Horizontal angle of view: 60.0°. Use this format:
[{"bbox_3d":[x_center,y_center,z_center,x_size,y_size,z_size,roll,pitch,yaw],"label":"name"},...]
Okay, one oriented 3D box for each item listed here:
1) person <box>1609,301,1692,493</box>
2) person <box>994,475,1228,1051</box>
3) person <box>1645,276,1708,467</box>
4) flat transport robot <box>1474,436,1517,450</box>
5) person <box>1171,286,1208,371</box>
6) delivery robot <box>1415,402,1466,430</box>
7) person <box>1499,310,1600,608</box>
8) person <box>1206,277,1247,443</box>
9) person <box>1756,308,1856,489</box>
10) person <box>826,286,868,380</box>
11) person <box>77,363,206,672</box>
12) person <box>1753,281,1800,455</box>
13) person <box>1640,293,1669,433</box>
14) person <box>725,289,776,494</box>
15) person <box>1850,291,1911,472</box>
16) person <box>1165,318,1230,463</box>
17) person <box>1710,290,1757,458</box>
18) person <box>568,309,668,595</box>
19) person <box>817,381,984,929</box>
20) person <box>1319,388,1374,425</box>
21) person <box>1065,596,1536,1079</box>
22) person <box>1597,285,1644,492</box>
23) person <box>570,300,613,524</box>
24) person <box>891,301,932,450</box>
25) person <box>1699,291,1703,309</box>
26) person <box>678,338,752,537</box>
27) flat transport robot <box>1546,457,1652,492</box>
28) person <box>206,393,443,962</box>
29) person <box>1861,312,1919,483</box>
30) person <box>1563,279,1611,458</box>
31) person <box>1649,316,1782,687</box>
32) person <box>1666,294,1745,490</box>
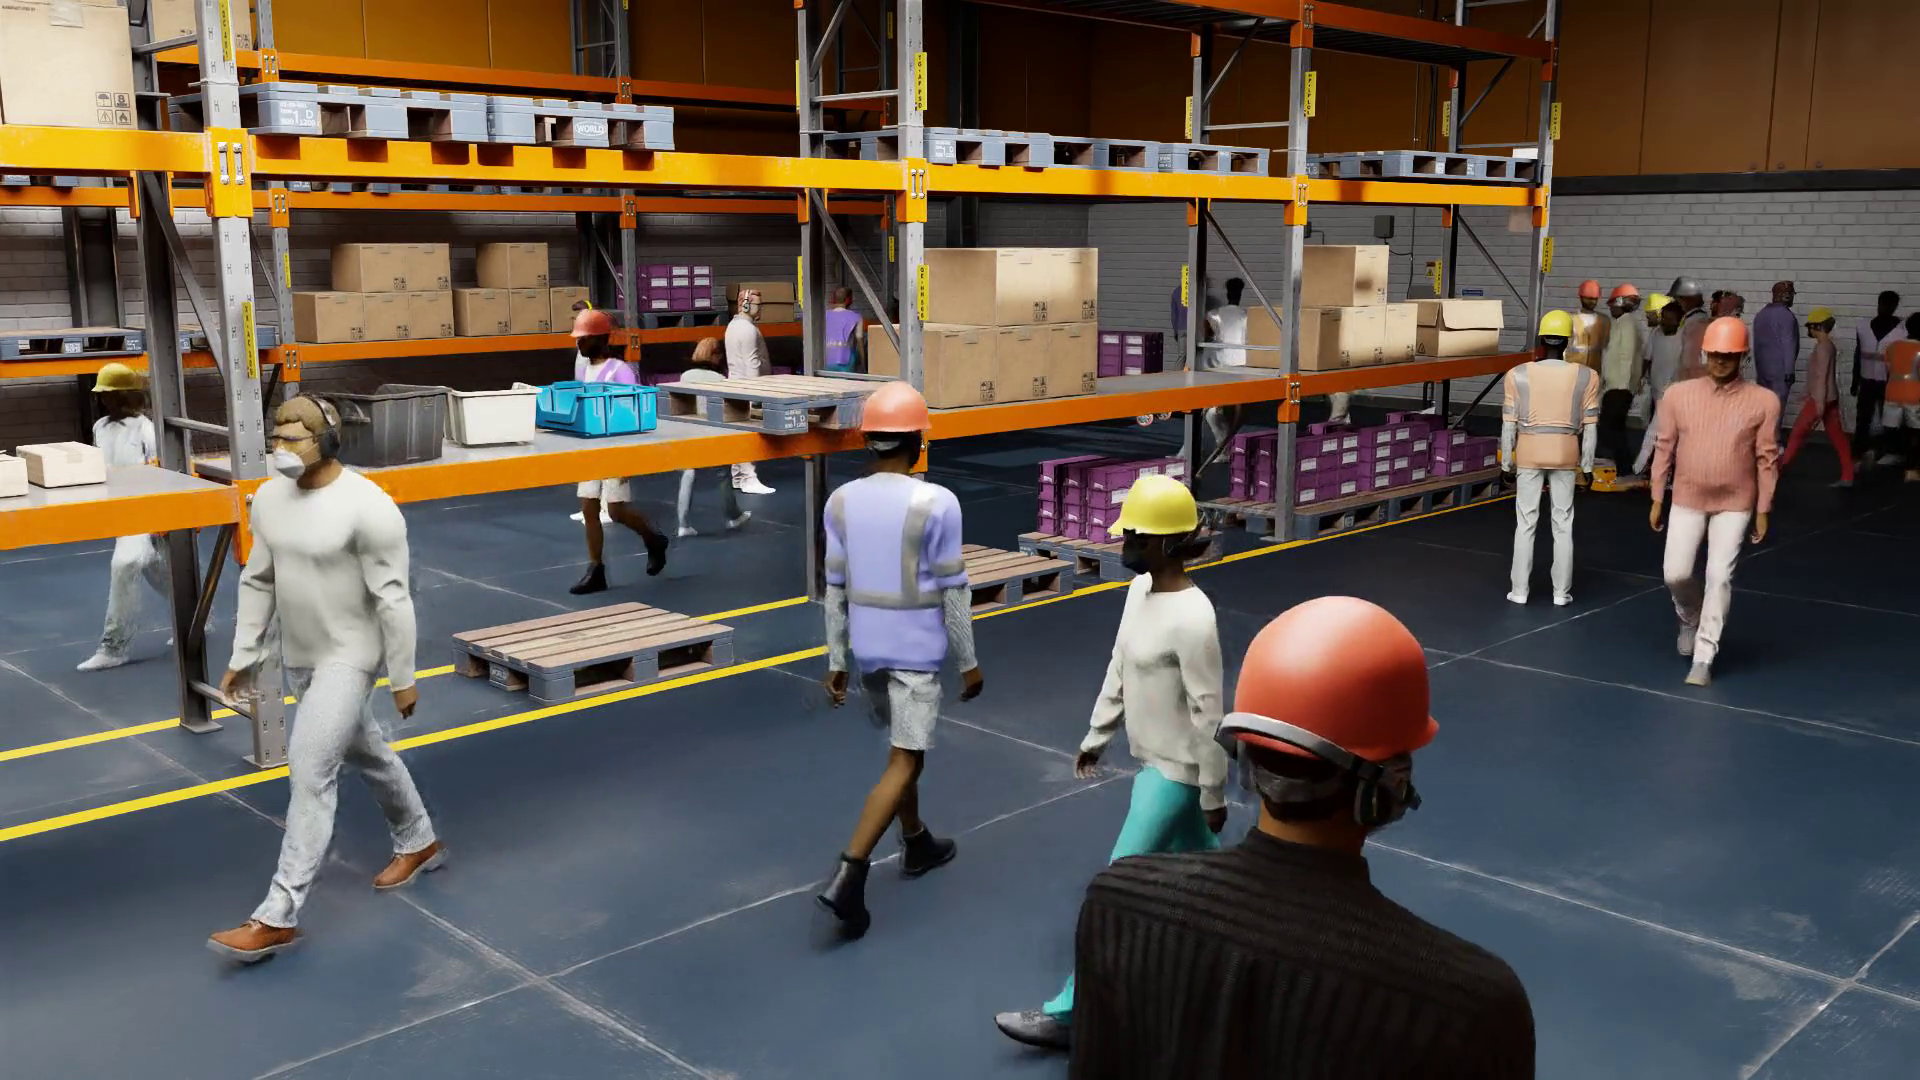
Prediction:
[{"bbox_3d":[6.551,-1.325,15.530,1.016,1.799,0.548,-3,11,-16],"label":"person"},{"bbox_3d":[0.556,0.660,4.932,0.916,1.720,0.530,-2,11,-9],"label":"person"},{"bbox_3d":[7.309,-1.661,16.703,0.891,2.000,0.685,1,10,4],"label":"person"},{"bbox_3d":[5.722,-0.933,17.563,0.652,0.197,1.431,-3,11,-14],"label":"flat transport robot"},{"bbox_3d":[3.450,-3.122,24.944,0.357,1.938,0.637,-10,14,-42],"label":"person"},{"bbox_3d":[5.308,-1.299,18.528,0.477,0.478,0.707,-3,11,-18],"label":"delivery robot"},{"bbox_3d":[3.805,-0.519,10.784,0.594,1.925,0.369,3,11,15],"label":"person"},{"bbox_3d":[3.101,-2.050,19.120,0.627,1.936,0.873,2,11,9],"label":"person"},{"bbox_3d":[8.144,-1.347,15.885,0.941,1.709,0.533,8,13,37],"label":"person"},{"bbox_3d":[-1.332,-2.028,19.305,0.555,1.812,0.735,5,11,25],"label":"person"},{"bbox_3d":[-4.703,-0.165,9.488,0.488,1.699,0.908,6,12,30],"label":"person"},{"bbox_3d":[8.988,-1.885,18.285,0.406,1.911,0.639,-1,10,-6],"label":"person"},{"bbox_3d":[7.266,-1.657,17.331,0.572,1.800,0.610,3,11,14],"label":"person"},{"bbox_3d":[-1.971,-1.390,15.599,0.399,1.905,0.642,-4,11,-23],"label":"person"},{"bbox_3d":[9.505,-1.642,17.127,0.932,1.863,0.637,-9,14,-40],"label":"person"},{"bbox_3d":[2.522,-1.539,17.332,0.959,1.567,0.526,-4,11,-23],"label":"person"},{"bbox_3d":[7.998,-1.681,17.396,0.839,1.834,0.518,5,11,24],"label":"person"},{"bbox_3d":[-2.349,-0.607,11.272,0.547,1.922,0.687,8,13,36],"label":"person"},{"bbox_3d":[-0.258,0.391,5.912,0.546,1.904,0.930,7,13,34],"label":"person"},{"bbox_3d":[4.018,-1.547,17.326,0.908,1.596,0.518,-6,12,-30],"label":"person"},{"bbox_3d":[0.488,1.034,2.244,0.655,1.947,0.959,8,13,38],"label":"person"},{"bbox_3d":[6.182,-1.407,15.599,0.398,1.945,0.718,4,11,20],"label":"person"},{"bbox_3d":[-3.097,-1.074,13.972,0.317,1.873,0.525,-7,12,-32],"label":"person"},{"bbox_3d":[-0.659,-1.839,18.642,0.570,1.668,0.556,-6,12,-31],"label":"person"},{"bbox_3d":[7.762,-1.777,17.868,0.327,1.843,0.516,10,14,44],"label":"person"},{"bbox_3d":[-2.032,-0.835,13.423,0.514,1.583,0.844,5,12,26],"label":"person"},{"bbox_3d":[6.004,-0.674,16.148,0.652,0.197,1.431,-5,11,-24],"label":"flat transport robot"},{"bbox_3d":[-2.193,0.428,5.768,0.635,1.885,1.068,6,12,31],"label":"person"},{"bbox_3d":[9.137,-1.373,16.128,0.639,1.673,0.542,-5,11,-25],"label":"person"},{"bbox_3d":[6.718,-1.832,17.918,0.549,1.935,0.370,0,10,3],"label":"person"},{"bbox_3d":[4.069,-0.218,8.991,0.636,1.980,0.564,6,12,30],"label":"person"},{"bbox_3d":[6.803,-1.301,15.196,0.628,1.876,0.694,-3,11,-17],"label":"person"}]
